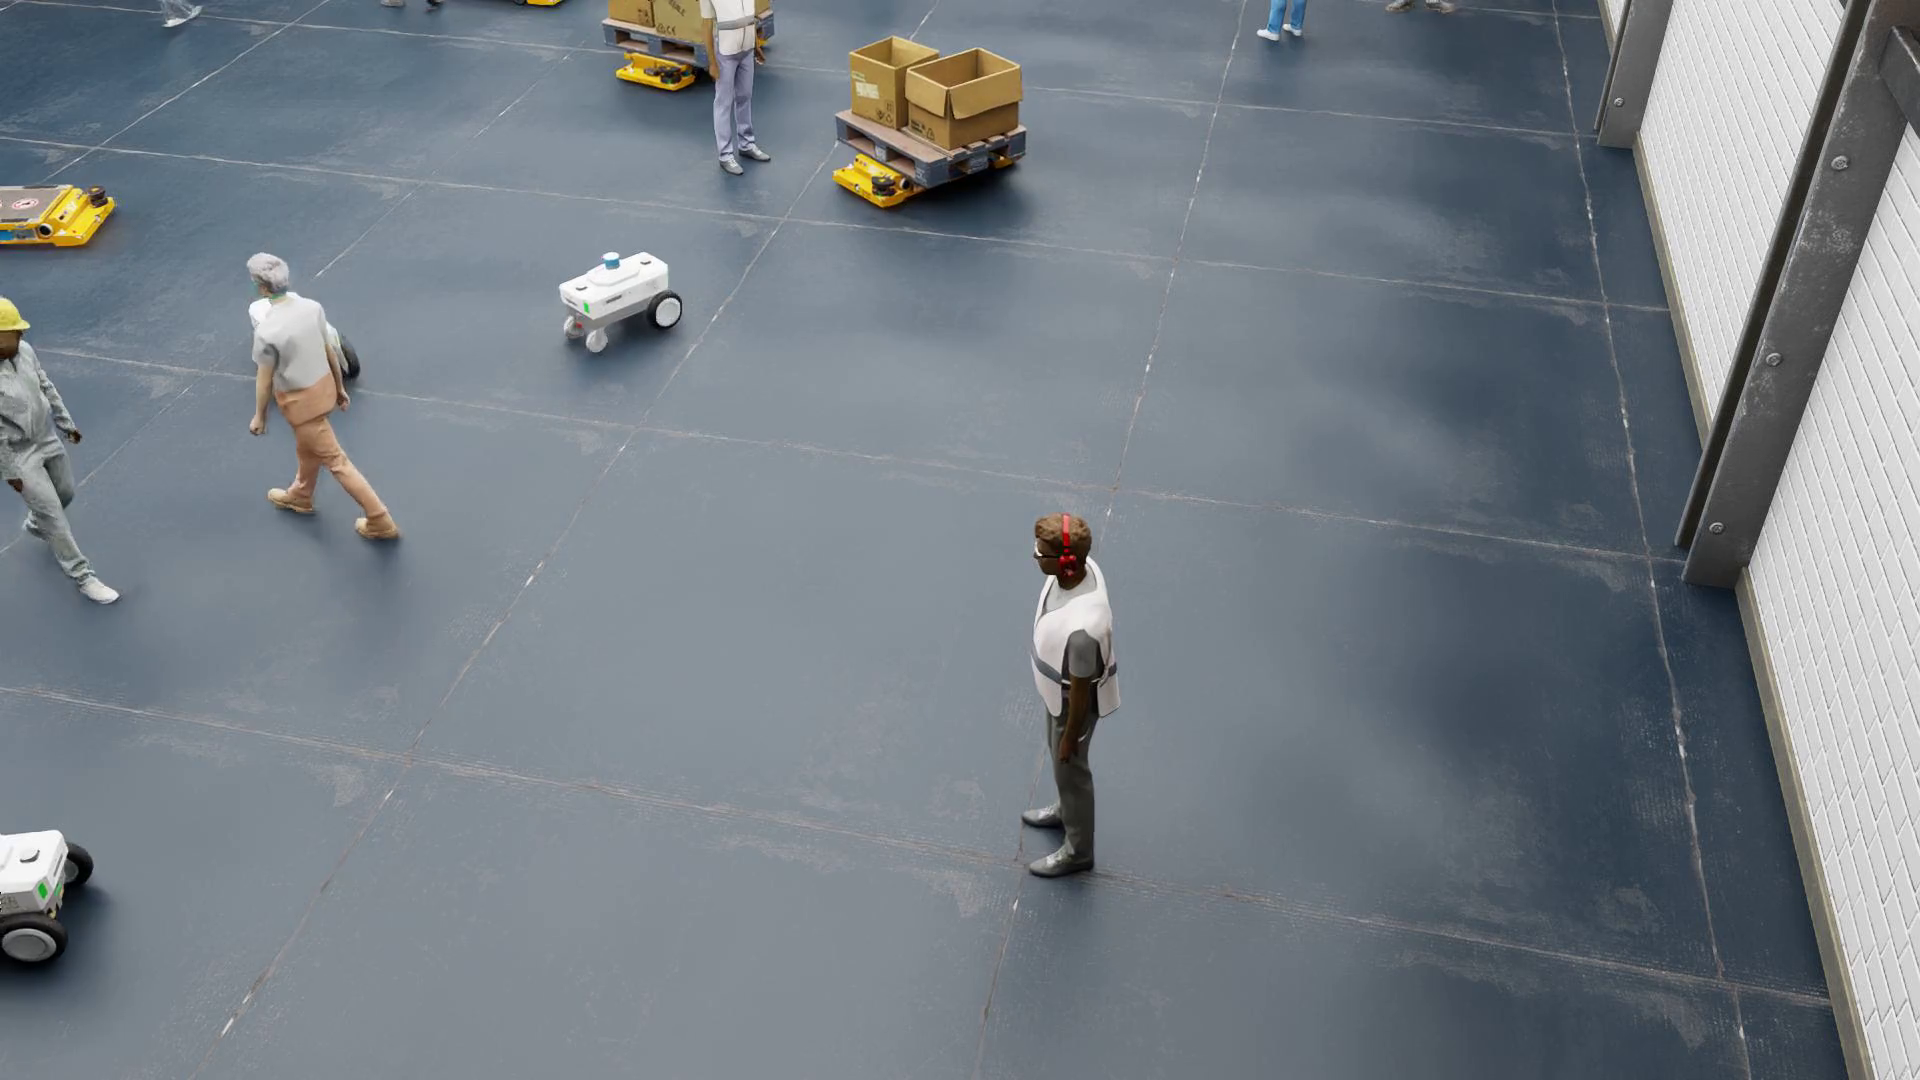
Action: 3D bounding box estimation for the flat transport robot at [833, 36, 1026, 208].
[{"bbox_3d":[-0.244,-3.024,13.265,1.431,0.231,0.659,-26,44,-30],"label":"flat transport robot"}]

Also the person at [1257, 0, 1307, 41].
[{"bbox_3d":[3.055,-5.508,15.378,0.487,1.721,0.379,-19,41,-24],"label":"person"}]

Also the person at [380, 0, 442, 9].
[{"bbox_3d":[-5.427,-6.019,15.956,0.549,1.850,0.584,28,45,32],"label":"person"}]

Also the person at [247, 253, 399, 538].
[{"bbox_3d":[-3.573,-0.760,9.047,0.874,1.701,0.480,10,38,13],"label":"person"}]

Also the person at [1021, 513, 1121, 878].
[{"bbox_3d":[0.477,0.658,7.034,0.384,1.833,0.564,-2,37,-3],"label":"person"}]

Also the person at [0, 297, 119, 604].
[{"bbox_3d":[-4.879,-0.498,8.683,0.709,1.710,0.508,8,37,10],"label":"person"}]

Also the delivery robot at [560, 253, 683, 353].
[{"bbox_3d":[-2.290,-1.644,11.192,0.805,0.609,0.499,-30,46,-34],"label":"delivery robot"}]

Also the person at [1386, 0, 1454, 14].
[{"bbox_3d":[4.478,-5.942,15.856,0.750,1.843,0.391,13,39,16],"label":"person"}]

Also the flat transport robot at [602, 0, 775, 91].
[{"bbox_3d":[-2.440,-4.466,15.195,0.659,0.231,1.431,19,41,24],"label":"flat transport robot"}]

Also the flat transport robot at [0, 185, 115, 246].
[{"bbox_3d":[-7.184,-2.408,12.441,1.431,0.231,0.659,-2,37,-3],"label":"flat transport robot"}]

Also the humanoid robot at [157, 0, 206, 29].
[{"bbox_3d":[-7.482,-5.573,15.464,0.543,1.769,0.910,12,39,16],"label":"humanoid robot"}]

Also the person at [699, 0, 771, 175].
[{"bbox_3d":[-1.777,-3.808,13.004,0.388,1.837,0.564,25,44,30],"label":"person"}]

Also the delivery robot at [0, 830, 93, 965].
[{"bbox_3d":[-4.113,1.465,7.028,0.776,0.604,0.525,-6,37,-7],"label":"delivery robot"}]

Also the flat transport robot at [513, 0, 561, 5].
[{"bbox_3d":[-4.583,-5.640,16.766,1.431,0.231,0.659,10,38,14],"label":"flat transport robot"}]

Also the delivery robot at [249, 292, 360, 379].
[{"bbox_3d":[-4.269,-1.299,10.714,0.499,0.590,0.793,-27,44,-31],"label":"delivery robot"}]
